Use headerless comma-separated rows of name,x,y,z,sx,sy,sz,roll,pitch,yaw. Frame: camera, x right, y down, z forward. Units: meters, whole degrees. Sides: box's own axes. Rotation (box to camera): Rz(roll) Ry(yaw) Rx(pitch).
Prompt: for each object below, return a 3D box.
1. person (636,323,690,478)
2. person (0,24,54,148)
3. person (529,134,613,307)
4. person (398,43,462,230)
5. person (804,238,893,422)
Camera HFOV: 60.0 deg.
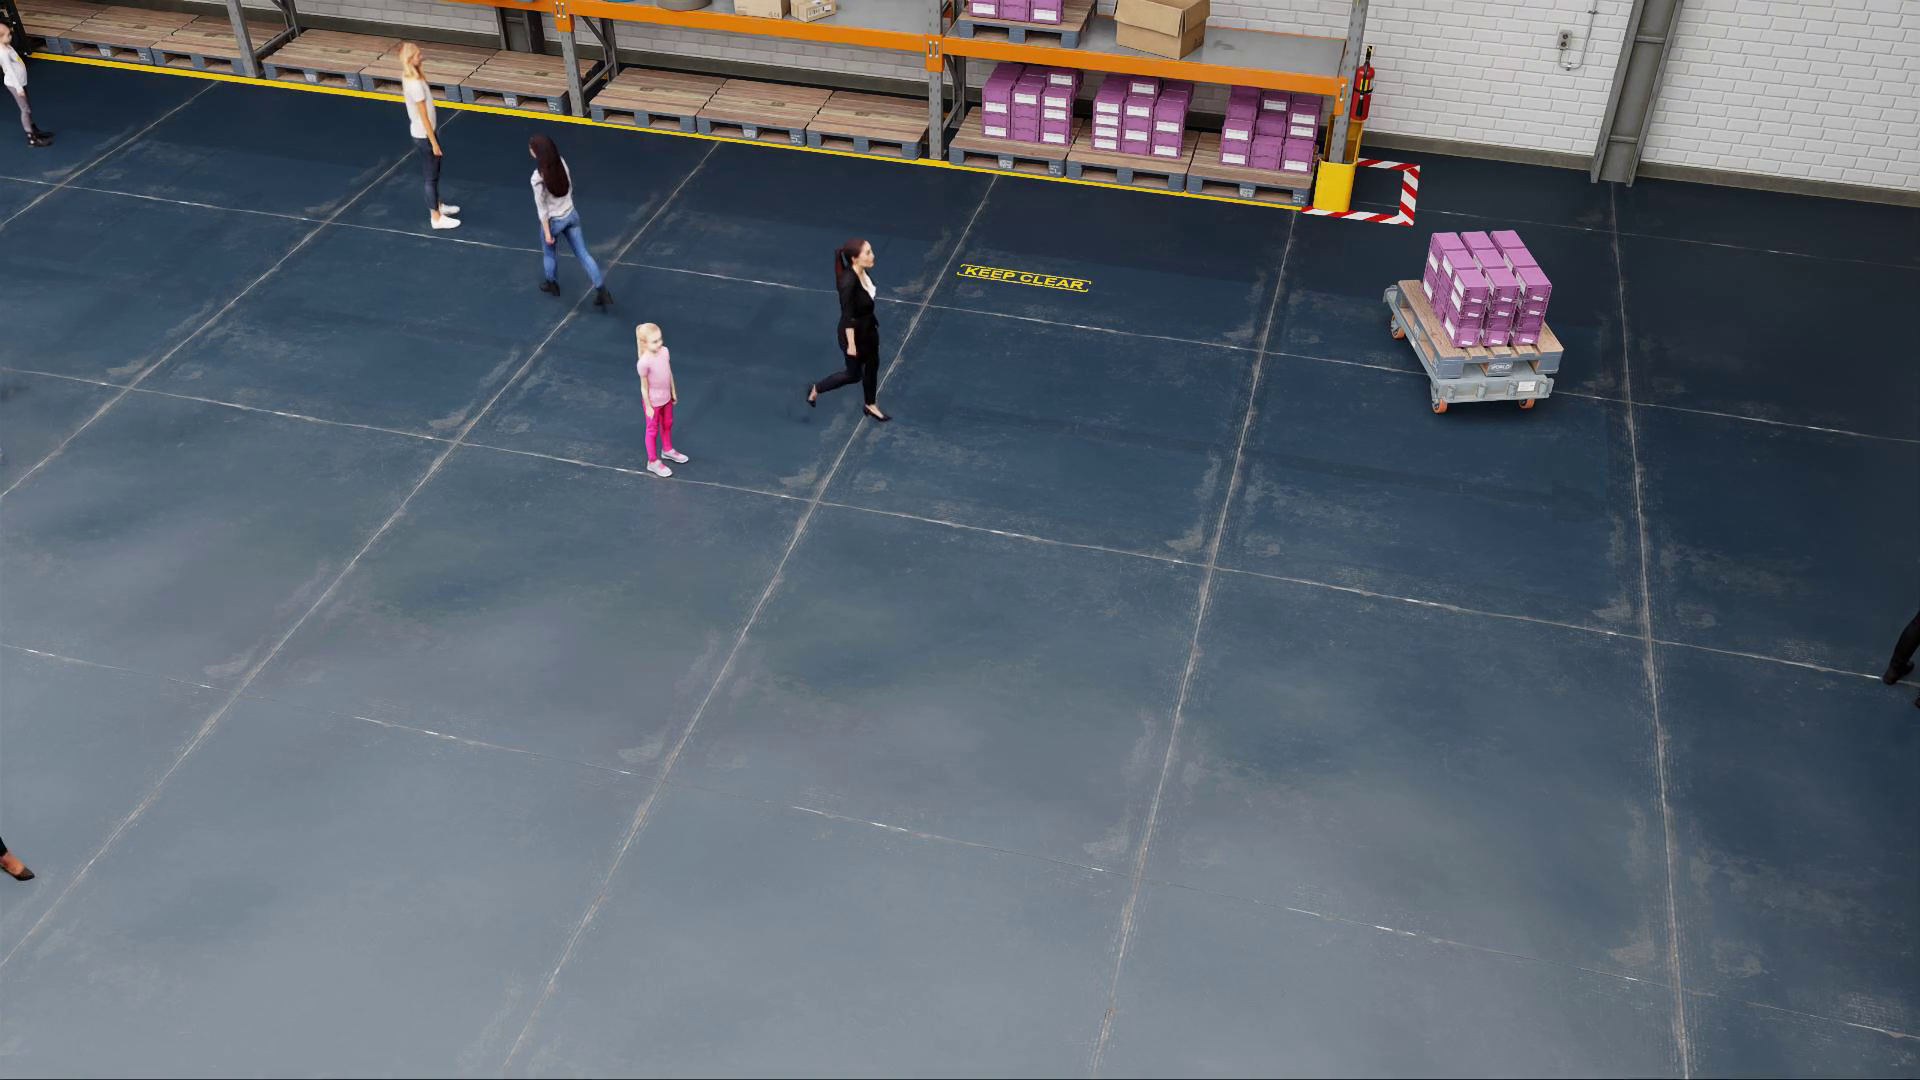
person,-2.288,-1.083,12.537,0.552,1.270,0.530,21,43,24
person,-9.663,-4.663,17.015,0.637,1.277,0.586,-15,41,-18
person,-3.367,-2.709,14.317,1.142,1.589,0.844,22,44,25
person,-4.997,-3.752,15.449,0.719,1.808,0.695,-13,41,-16
person,-0.878,-1.598,12.884,0.911,1.643,0.607,8,39,10
